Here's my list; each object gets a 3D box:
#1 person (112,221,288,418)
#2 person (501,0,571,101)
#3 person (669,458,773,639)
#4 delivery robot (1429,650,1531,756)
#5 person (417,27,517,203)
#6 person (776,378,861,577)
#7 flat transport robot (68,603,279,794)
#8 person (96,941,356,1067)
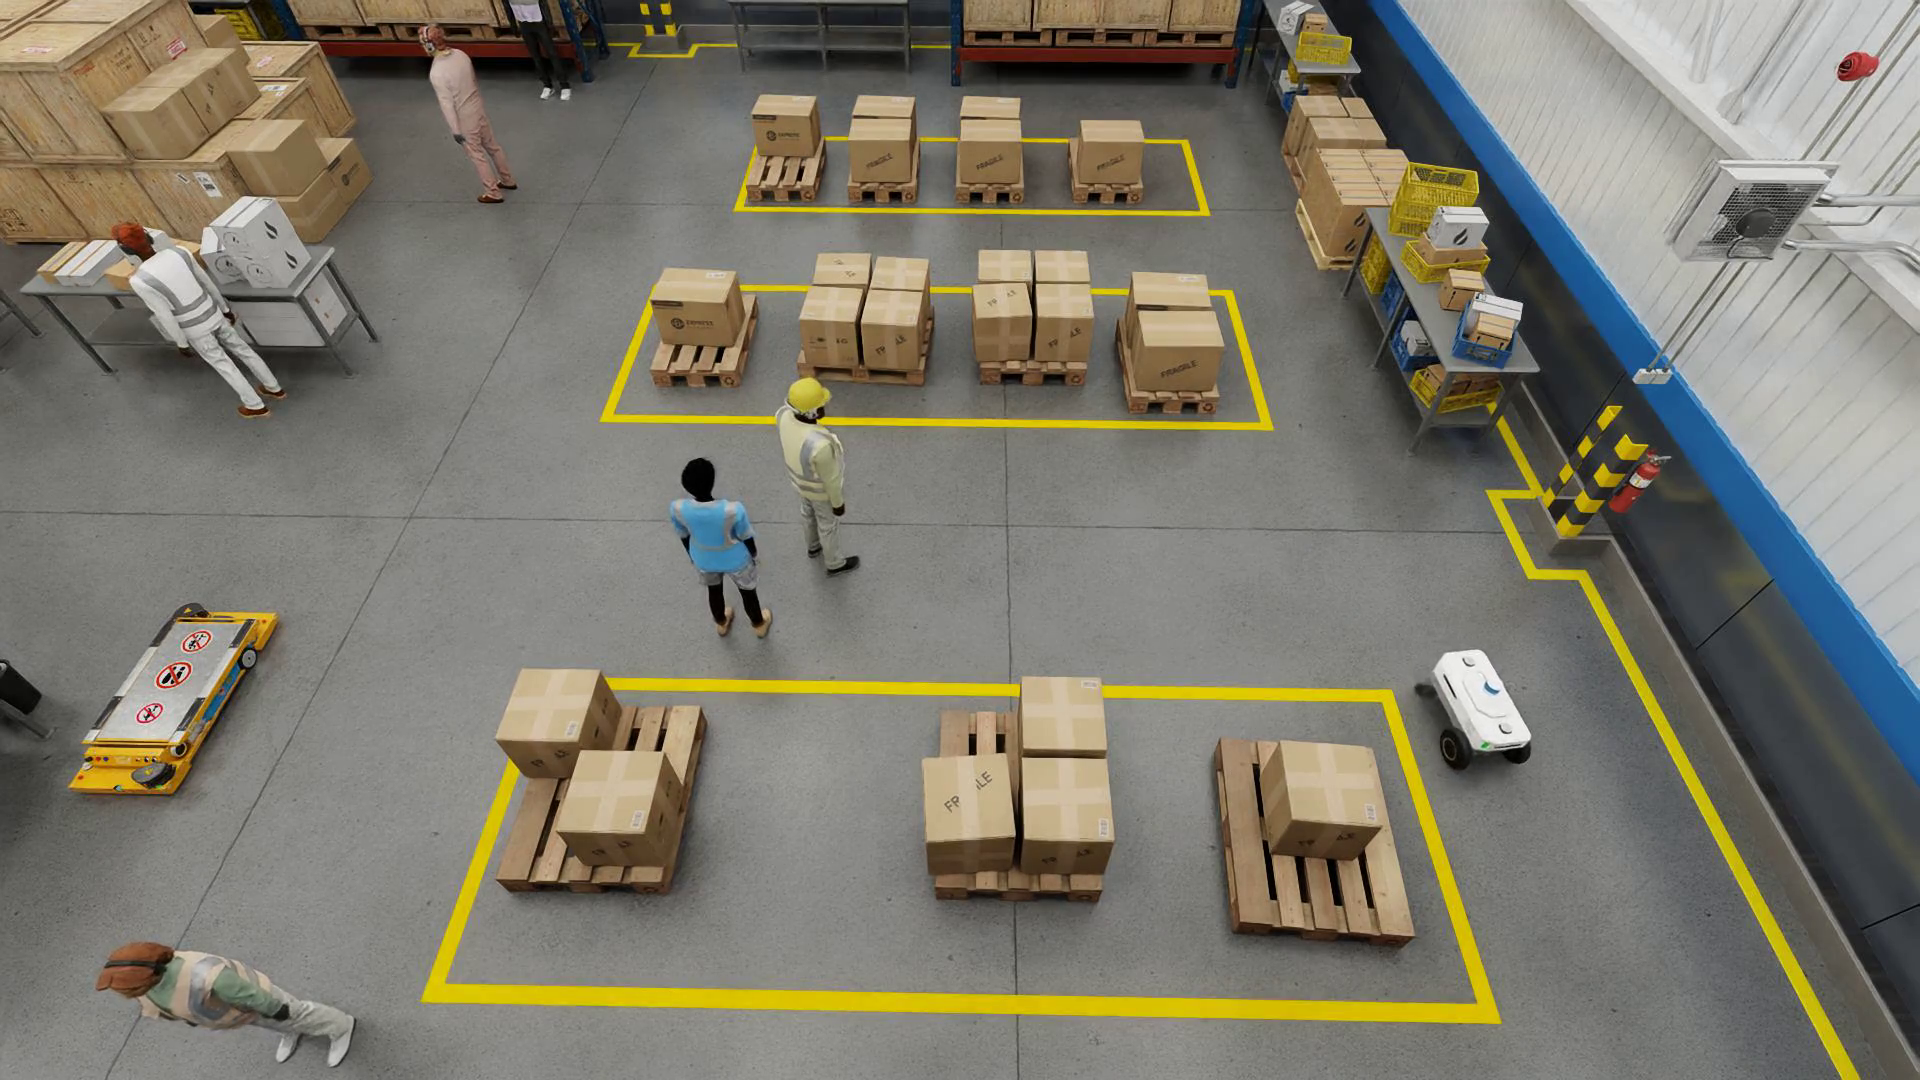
[{"bbox_3d":[-6.511,-1.857,7.871,0.337,1.882,0.583,9,50,8],"label":"person"},{"bbox_3d":[-5.639,-6.813,12.054,0.601,1.906,0.405,2,50,2],"label":"person"},{"bbox_3d":[-1.646,0.102,6.341,0.535,1.691,0.320,4,50,4],"label":"person"},{"bbox_3d":[3.506,1.092,6.181,0.477,0.478,0.707,-5,50,-4],"label":"delivery robot"},{"bbox_3d":[-5.572,-4.759,10.322,0.400,1.900,0.650,9,50,8],"label":"person"},{"bbox_3d":[-1.032,-0.446,6.710,0.404,1.829,0.600,-32,57,-24],"label":"person"},{"bbox_3d":[-5.504,1.072,6.442,0.652,0.197,1.431,1,50,1],"label":"flat transport robot"},{"bbox_3d":[-3.584,2.289,4.529,0.521,1.633,0.315,4,50,3],"label":"person"}]
